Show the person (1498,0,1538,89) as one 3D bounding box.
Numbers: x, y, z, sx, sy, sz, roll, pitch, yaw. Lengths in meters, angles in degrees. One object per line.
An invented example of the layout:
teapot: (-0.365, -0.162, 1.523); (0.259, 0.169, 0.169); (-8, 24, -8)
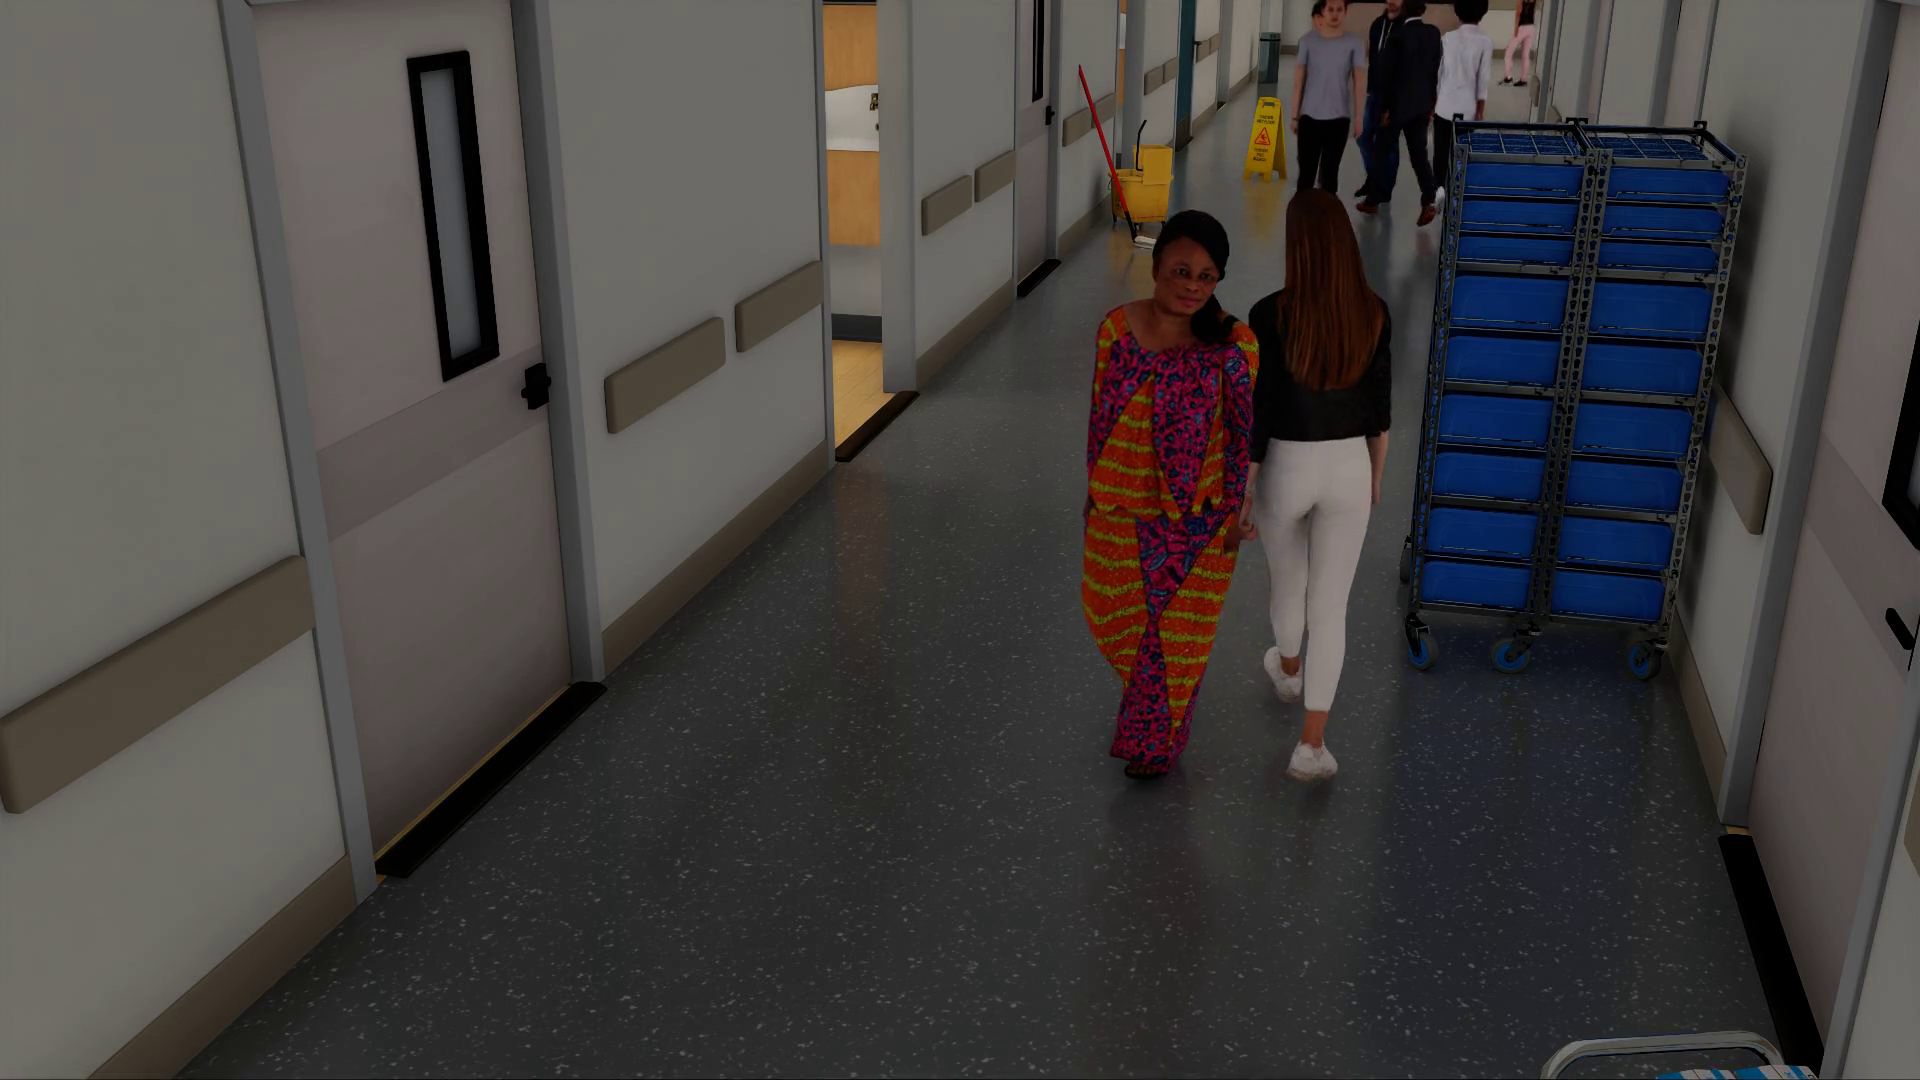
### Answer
person: (8.104, -7.253, 23.779); (0.665, 1.548, 0.749); (-5, 21, -14)

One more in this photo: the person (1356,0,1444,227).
person: (3.623, -3.408, 13.281); (1.121, 1.793, 1.320); (-7, 22, -17)

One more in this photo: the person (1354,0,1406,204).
person: (3.769, -3.853, 14.348); (0.801, 1.871, 0.779); (-16, 26, -36)

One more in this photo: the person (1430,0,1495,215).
person: (4.119, -3.605, 13.826); (0.727, 1.776, 1.158); (8, 22, 20)

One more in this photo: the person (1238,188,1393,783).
person: (1.013, -0.115, 4.778); (0.735, 1.659, 1.160); (3, 21, 7)

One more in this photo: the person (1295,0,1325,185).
person: (3.346, -4.172, 15.500); (0.610, 1.651, 0.575); (3, 21, 7)

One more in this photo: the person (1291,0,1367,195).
person: (2.785, -3.181, 12.614); (0.706, 1.841, 0.970); (6, 22, 16)

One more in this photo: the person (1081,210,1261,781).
person: (0.619, -0.141, 4.836); (0.748, 1.652, 0.934); (10, 23, 25)
